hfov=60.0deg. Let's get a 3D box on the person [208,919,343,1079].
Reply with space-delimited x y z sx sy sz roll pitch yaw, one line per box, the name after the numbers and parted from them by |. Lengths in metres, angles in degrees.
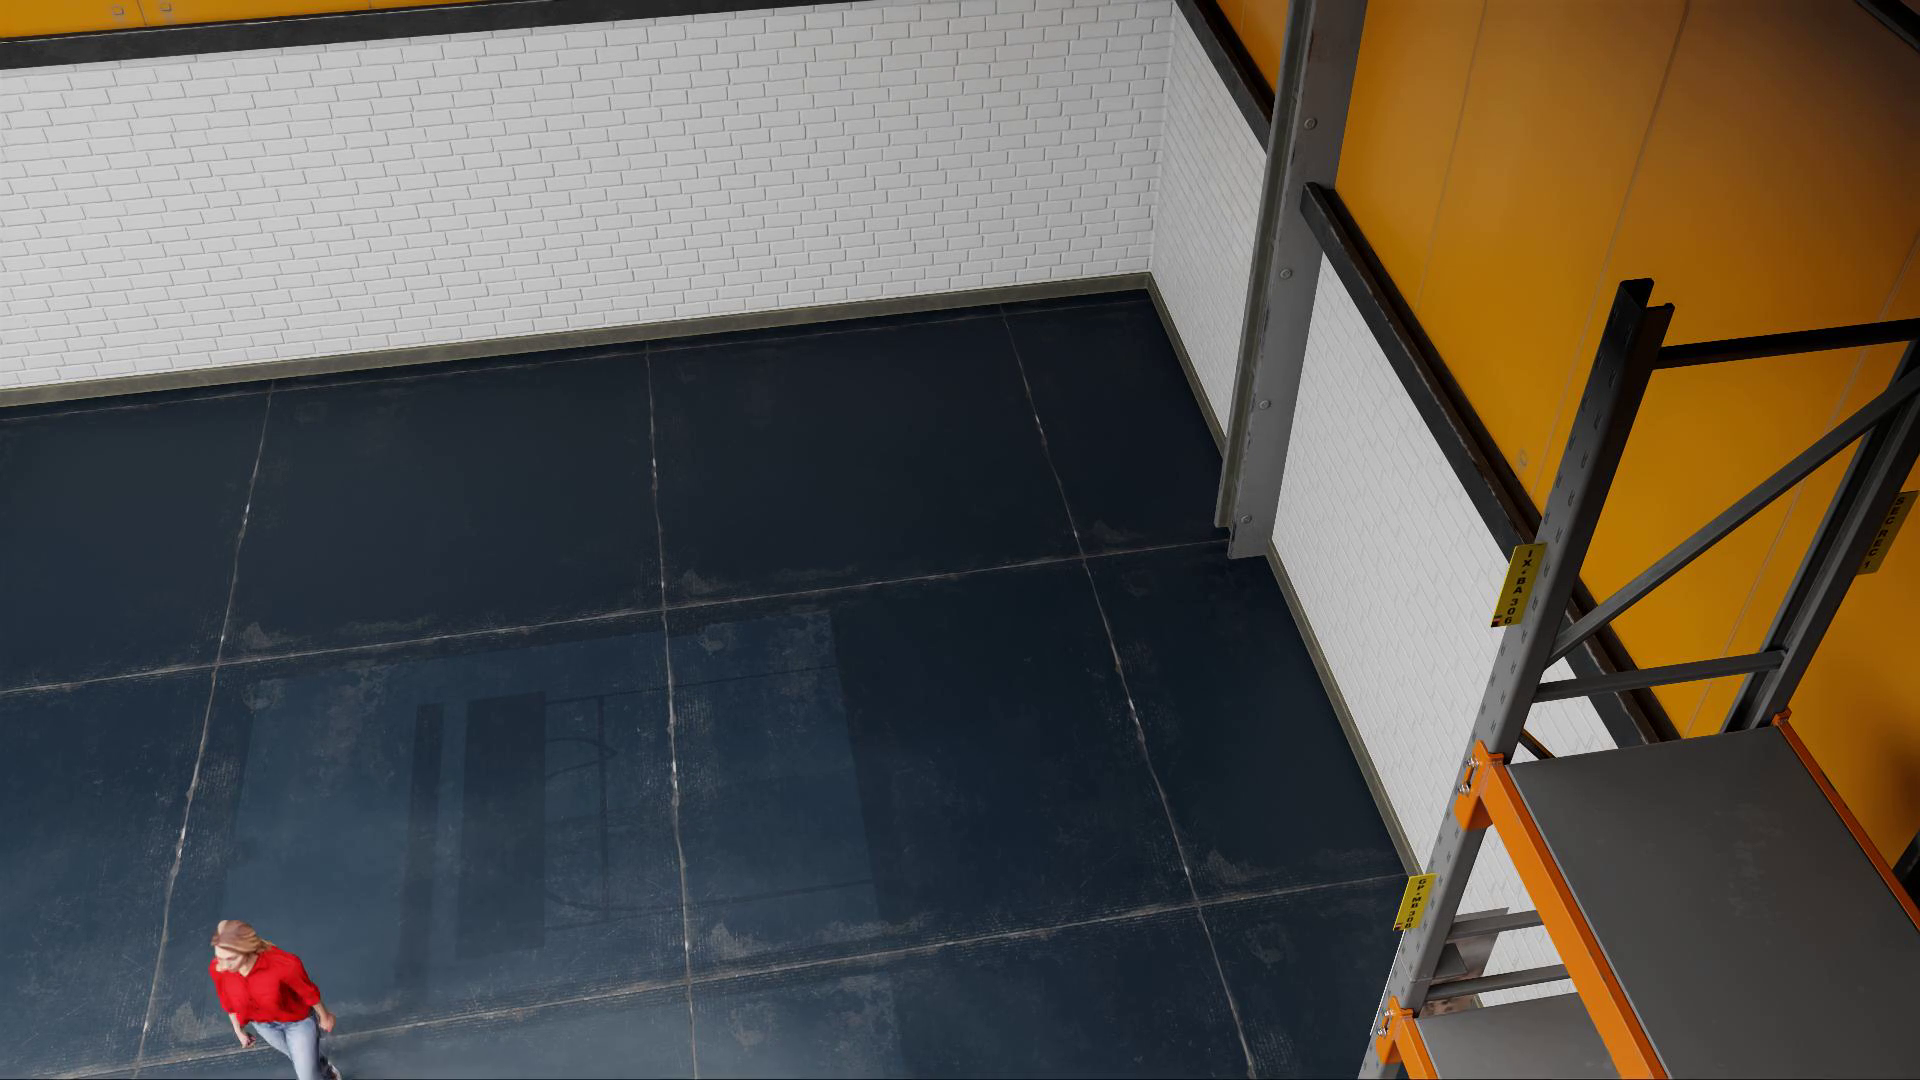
-3.400 2.353 8.416 0.682 1.691 0.655 0 44 0 | person
